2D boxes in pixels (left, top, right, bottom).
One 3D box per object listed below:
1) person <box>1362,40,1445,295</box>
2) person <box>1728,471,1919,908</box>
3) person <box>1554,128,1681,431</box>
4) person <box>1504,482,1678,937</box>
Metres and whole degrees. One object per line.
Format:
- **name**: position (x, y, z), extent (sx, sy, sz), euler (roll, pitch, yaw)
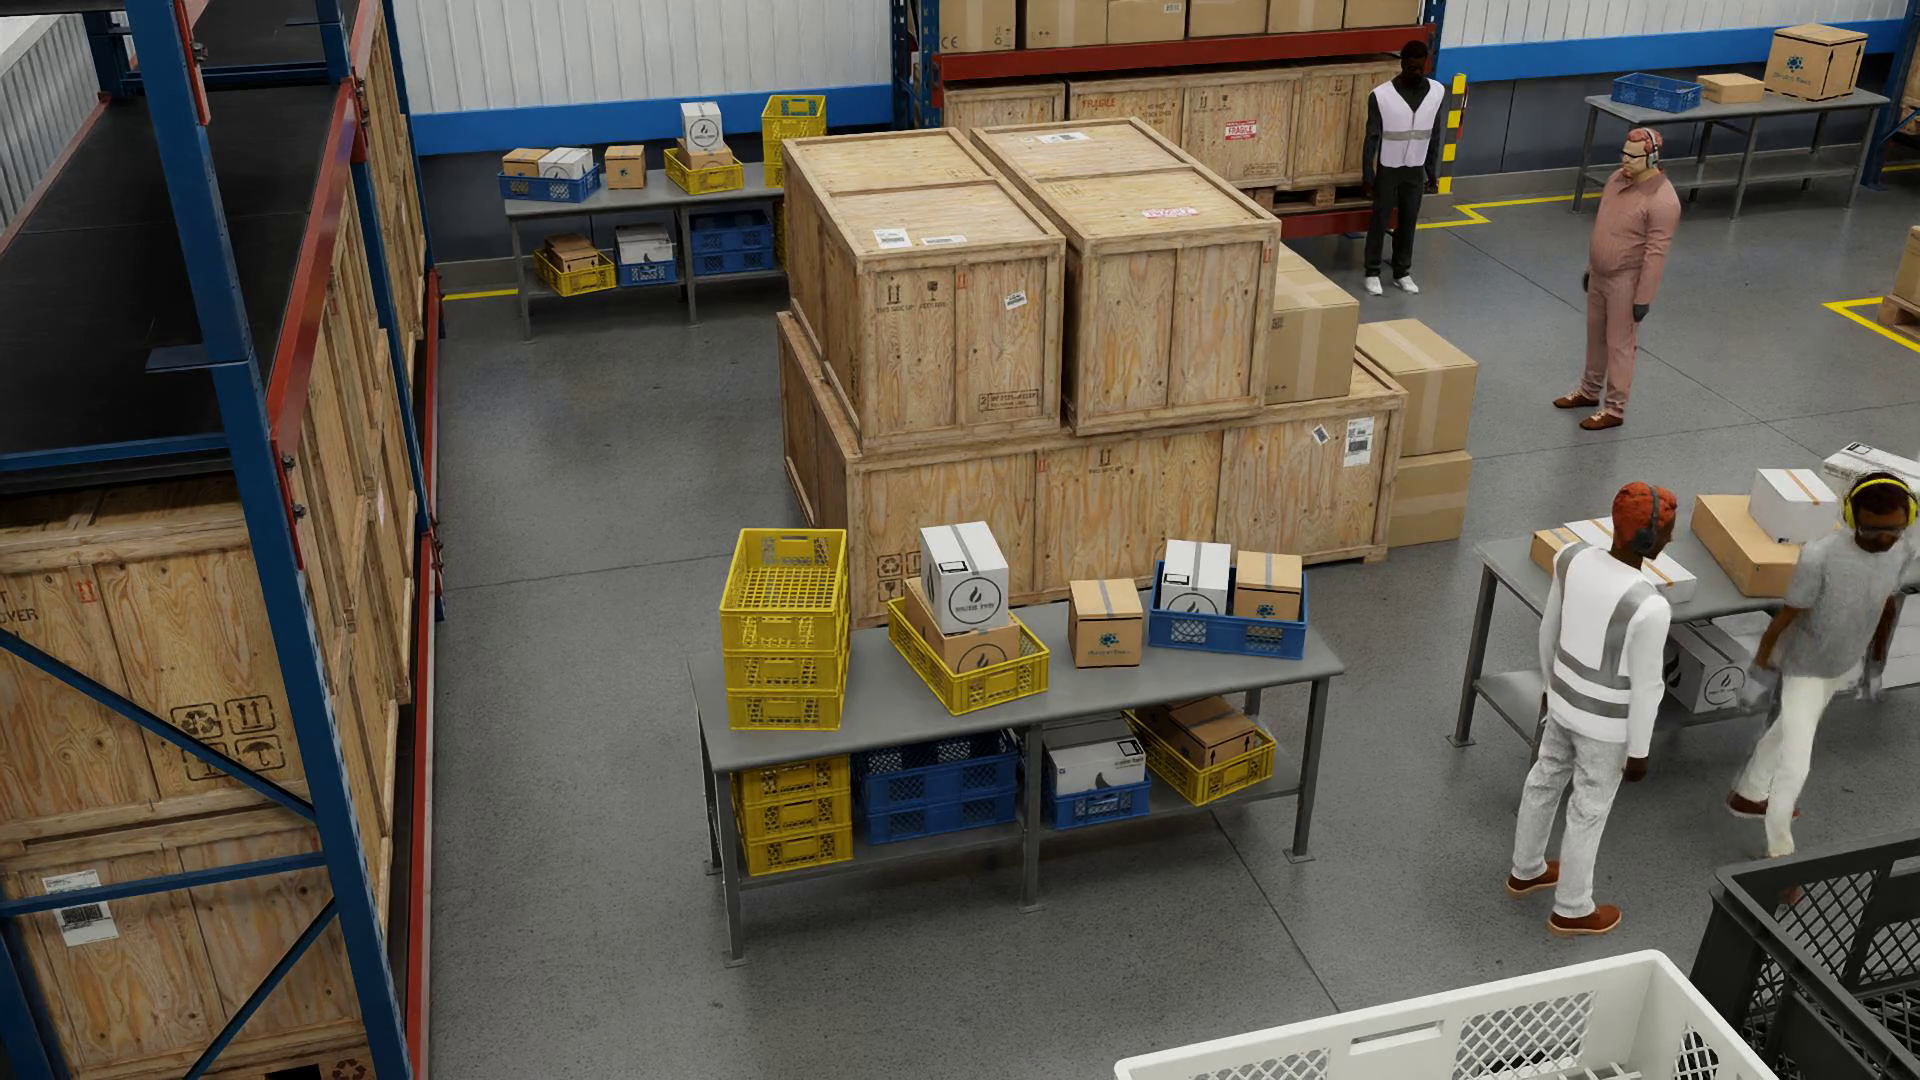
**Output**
- **person**: position (3.285, -2.783, 12.462), extent (0.602, 1.906, 0.413), euler (-6, 29, -11)
- **person**: position (3.406, 0.523, 6.544), extent (0.614, 1.826, 0.650), euler (-10, 30, -18)
- **person**: position (4.098, -1.623, 10.366), extent (0.402, 1.900, 0.642), euler (-6, 29, -10)
- **person**: position (2.386, 0.645, 6.255), extent (0.354, 1.886, 0.572), euler (-10, 30, -18)
